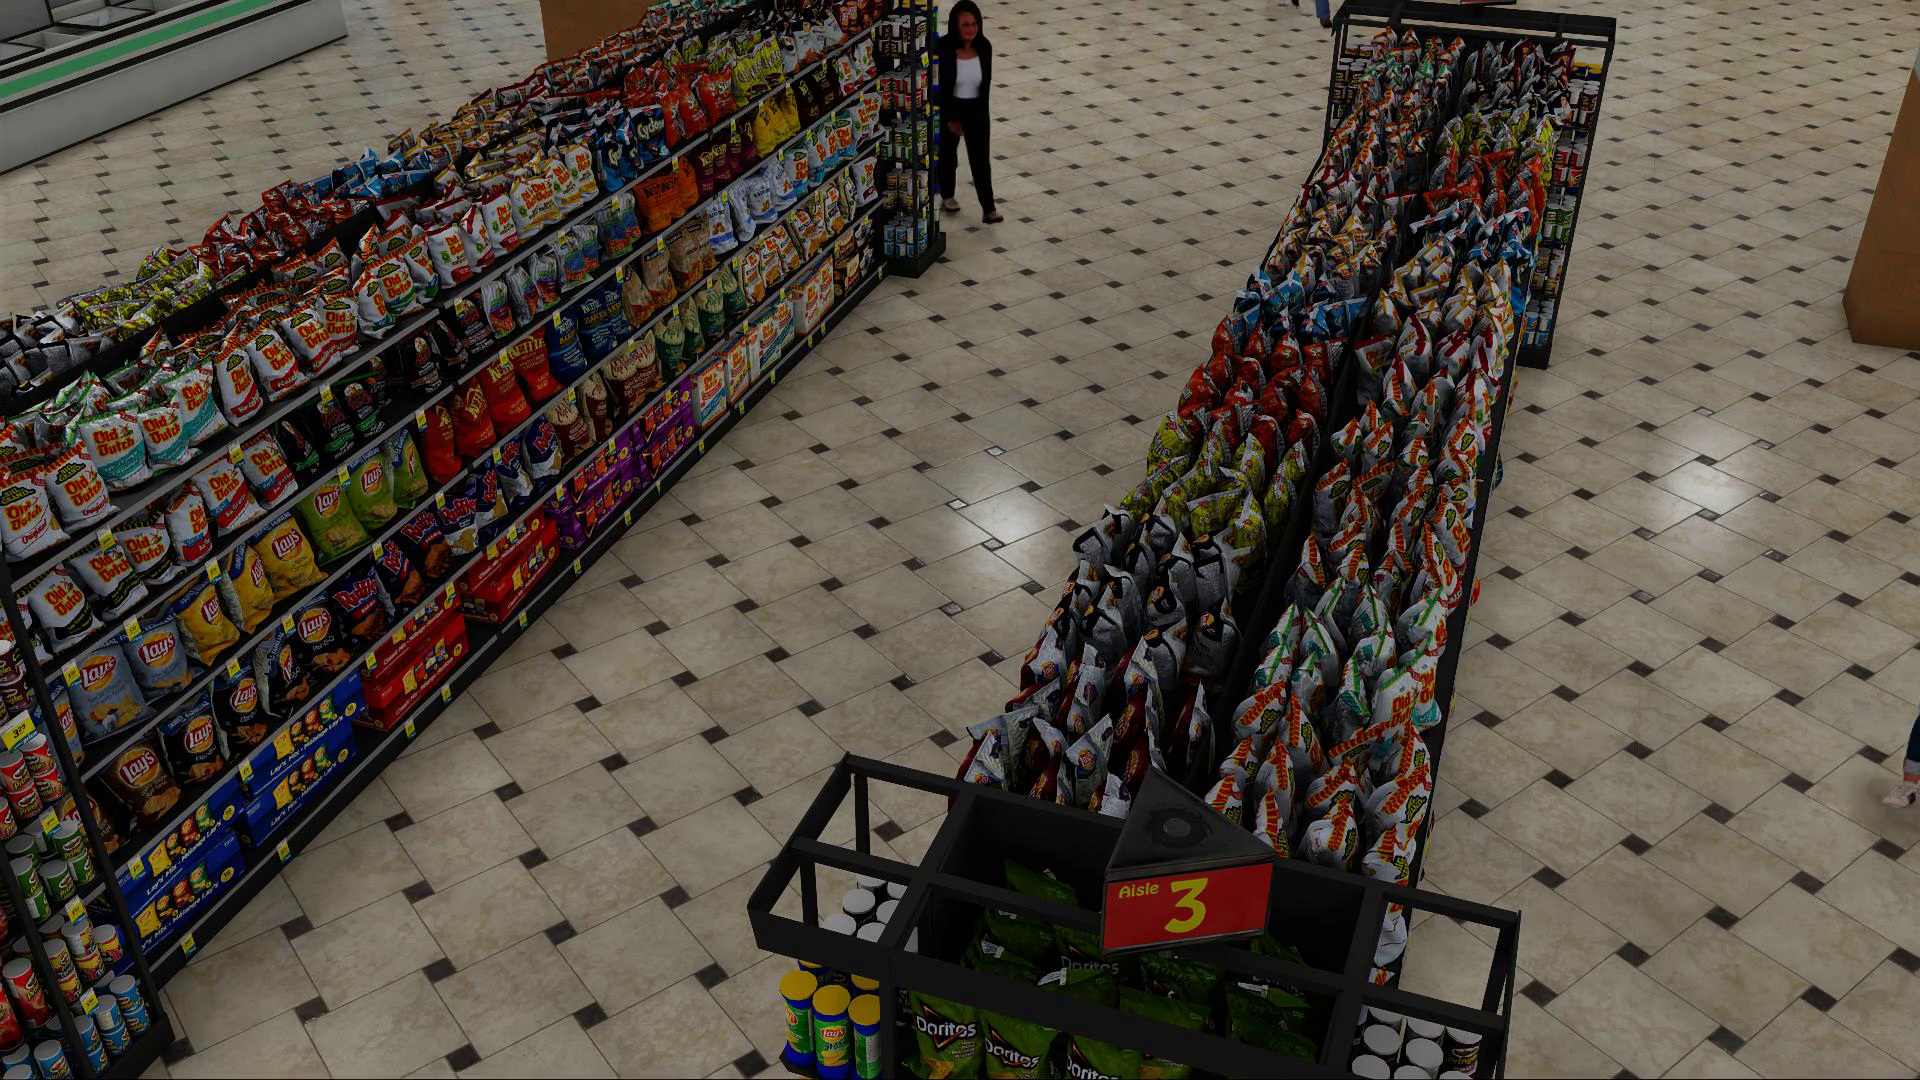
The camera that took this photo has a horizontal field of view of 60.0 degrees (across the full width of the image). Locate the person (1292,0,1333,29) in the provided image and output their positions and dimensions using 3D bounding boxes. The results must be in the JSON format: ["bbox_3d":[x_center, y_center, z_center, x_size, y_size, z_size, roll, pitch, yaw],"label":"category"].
[{"bbox_3d":[3.576,-6.080,16.638,1.129,1.757,1.200,-14,34,-21],"label":"person"}]

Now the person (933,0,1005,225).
[{"bbox_3d":[-0.038,-3.096,12.012,1.003,1.578,1.086,-12,34,-19],"label":"person"}]
